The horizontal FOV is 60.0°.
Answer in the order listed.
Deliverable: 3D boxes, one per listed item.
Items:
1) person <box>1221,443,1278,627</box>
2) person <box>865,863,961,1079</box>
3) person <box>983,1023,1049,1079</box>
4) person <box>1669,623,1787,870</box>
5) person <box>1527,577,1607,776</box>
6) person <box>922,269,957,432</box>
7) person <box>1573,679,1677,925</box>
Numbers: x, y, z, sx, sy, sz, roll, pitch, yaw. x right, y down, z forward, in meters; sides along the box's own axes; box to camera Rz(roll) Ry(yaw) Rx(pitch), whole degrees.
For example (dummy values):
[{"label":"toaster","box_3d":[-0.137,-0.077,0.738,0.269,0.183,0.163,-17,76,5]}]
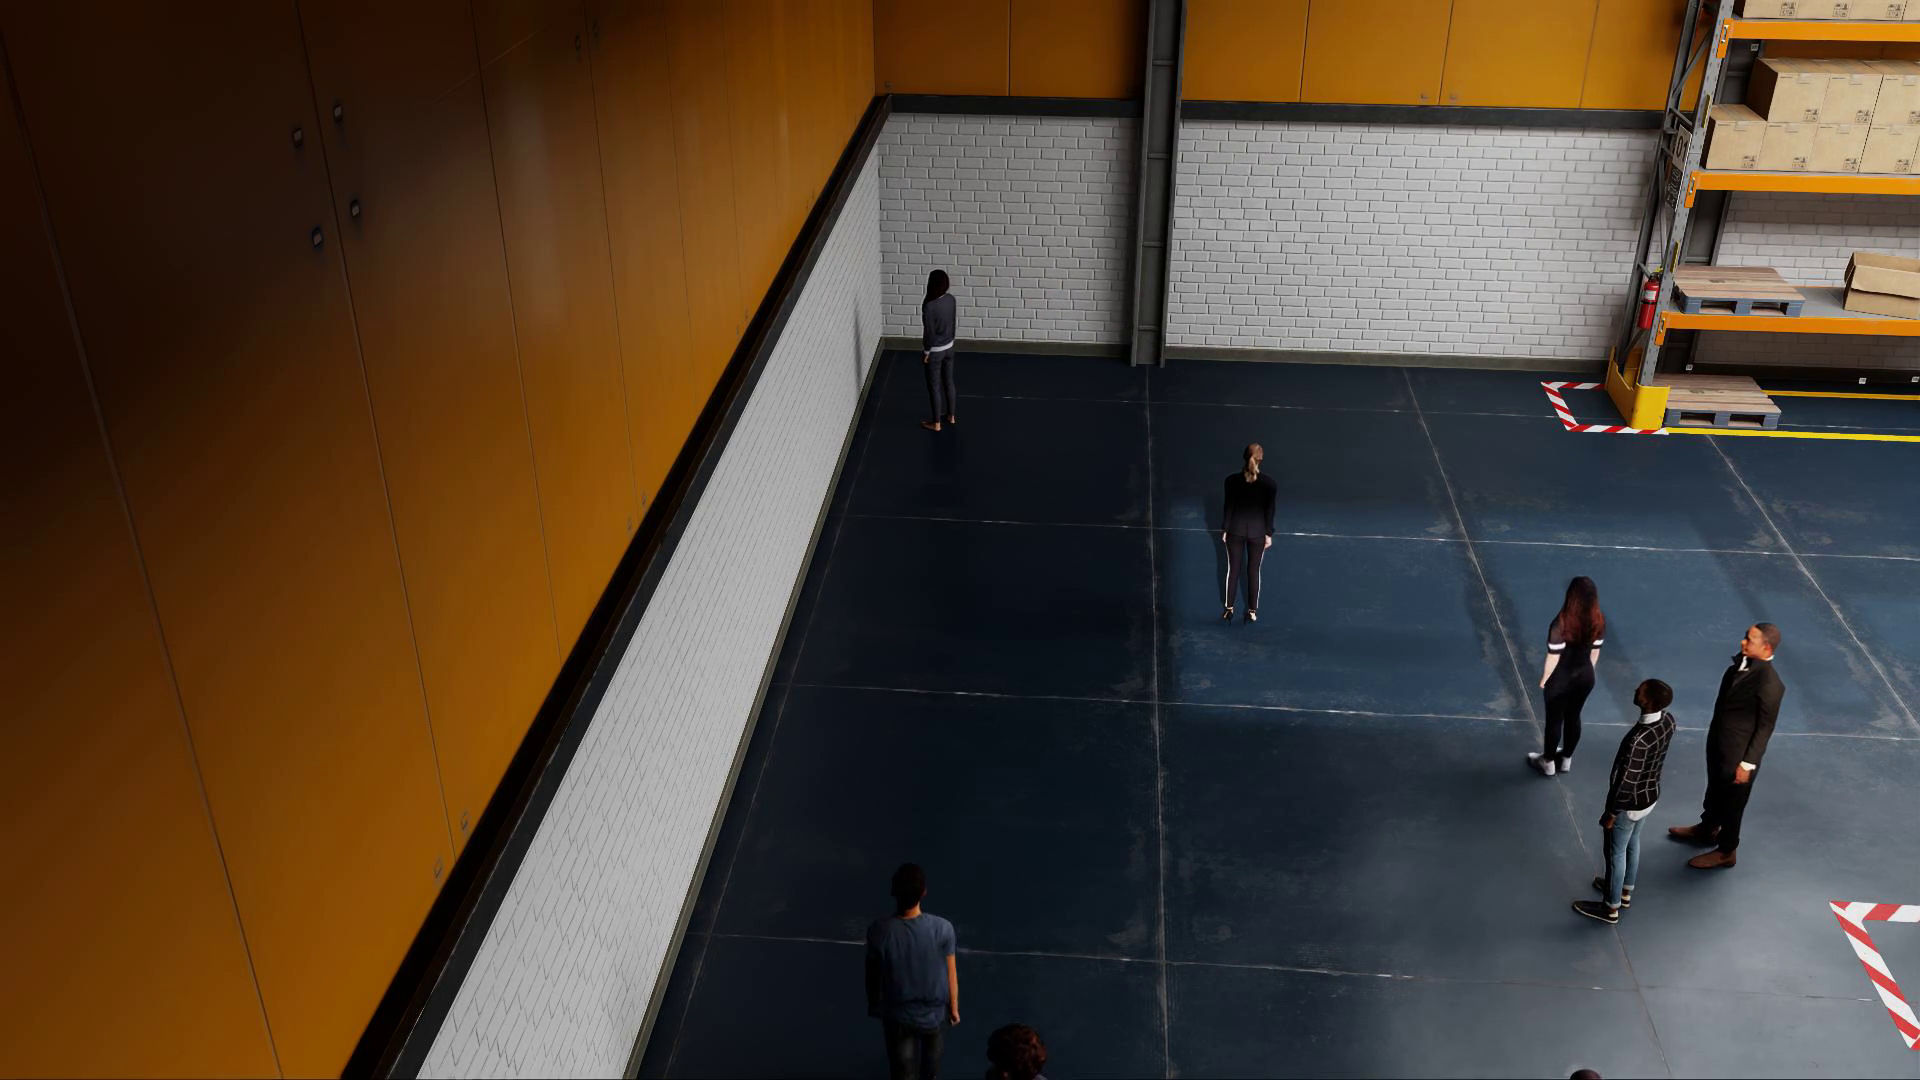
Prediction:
[{"label":"person","box_3d":[2.434,-0.039,14.130,0.509,1.707,0.684,5,29,10]},{"label":"person","box_3d":[-0.241,2.647,9.151,1.060,1.760,0.851,-2,29,-4]},{"label":"person","box_3d":[0.350,3.069,8.442,0.692,1.699,0.786,15,32,26]},{"label":"person","box_3d":[5.296,1.384,11.315,0.601,1.904,0.679,1,29,3]},{"label":"person","box_3d":[4.497,1.013,12.298,0.626,1.615,0.742,-7,29,-12]},{"label":"person","box_3d":[-0.214,-2.039,17.734,0.719,1.767,0.689,24,36,36]},{"label":"person","box_3d":[4.390,1.689,10.843,0.777,1.821,0.741,25,37,38]}]
